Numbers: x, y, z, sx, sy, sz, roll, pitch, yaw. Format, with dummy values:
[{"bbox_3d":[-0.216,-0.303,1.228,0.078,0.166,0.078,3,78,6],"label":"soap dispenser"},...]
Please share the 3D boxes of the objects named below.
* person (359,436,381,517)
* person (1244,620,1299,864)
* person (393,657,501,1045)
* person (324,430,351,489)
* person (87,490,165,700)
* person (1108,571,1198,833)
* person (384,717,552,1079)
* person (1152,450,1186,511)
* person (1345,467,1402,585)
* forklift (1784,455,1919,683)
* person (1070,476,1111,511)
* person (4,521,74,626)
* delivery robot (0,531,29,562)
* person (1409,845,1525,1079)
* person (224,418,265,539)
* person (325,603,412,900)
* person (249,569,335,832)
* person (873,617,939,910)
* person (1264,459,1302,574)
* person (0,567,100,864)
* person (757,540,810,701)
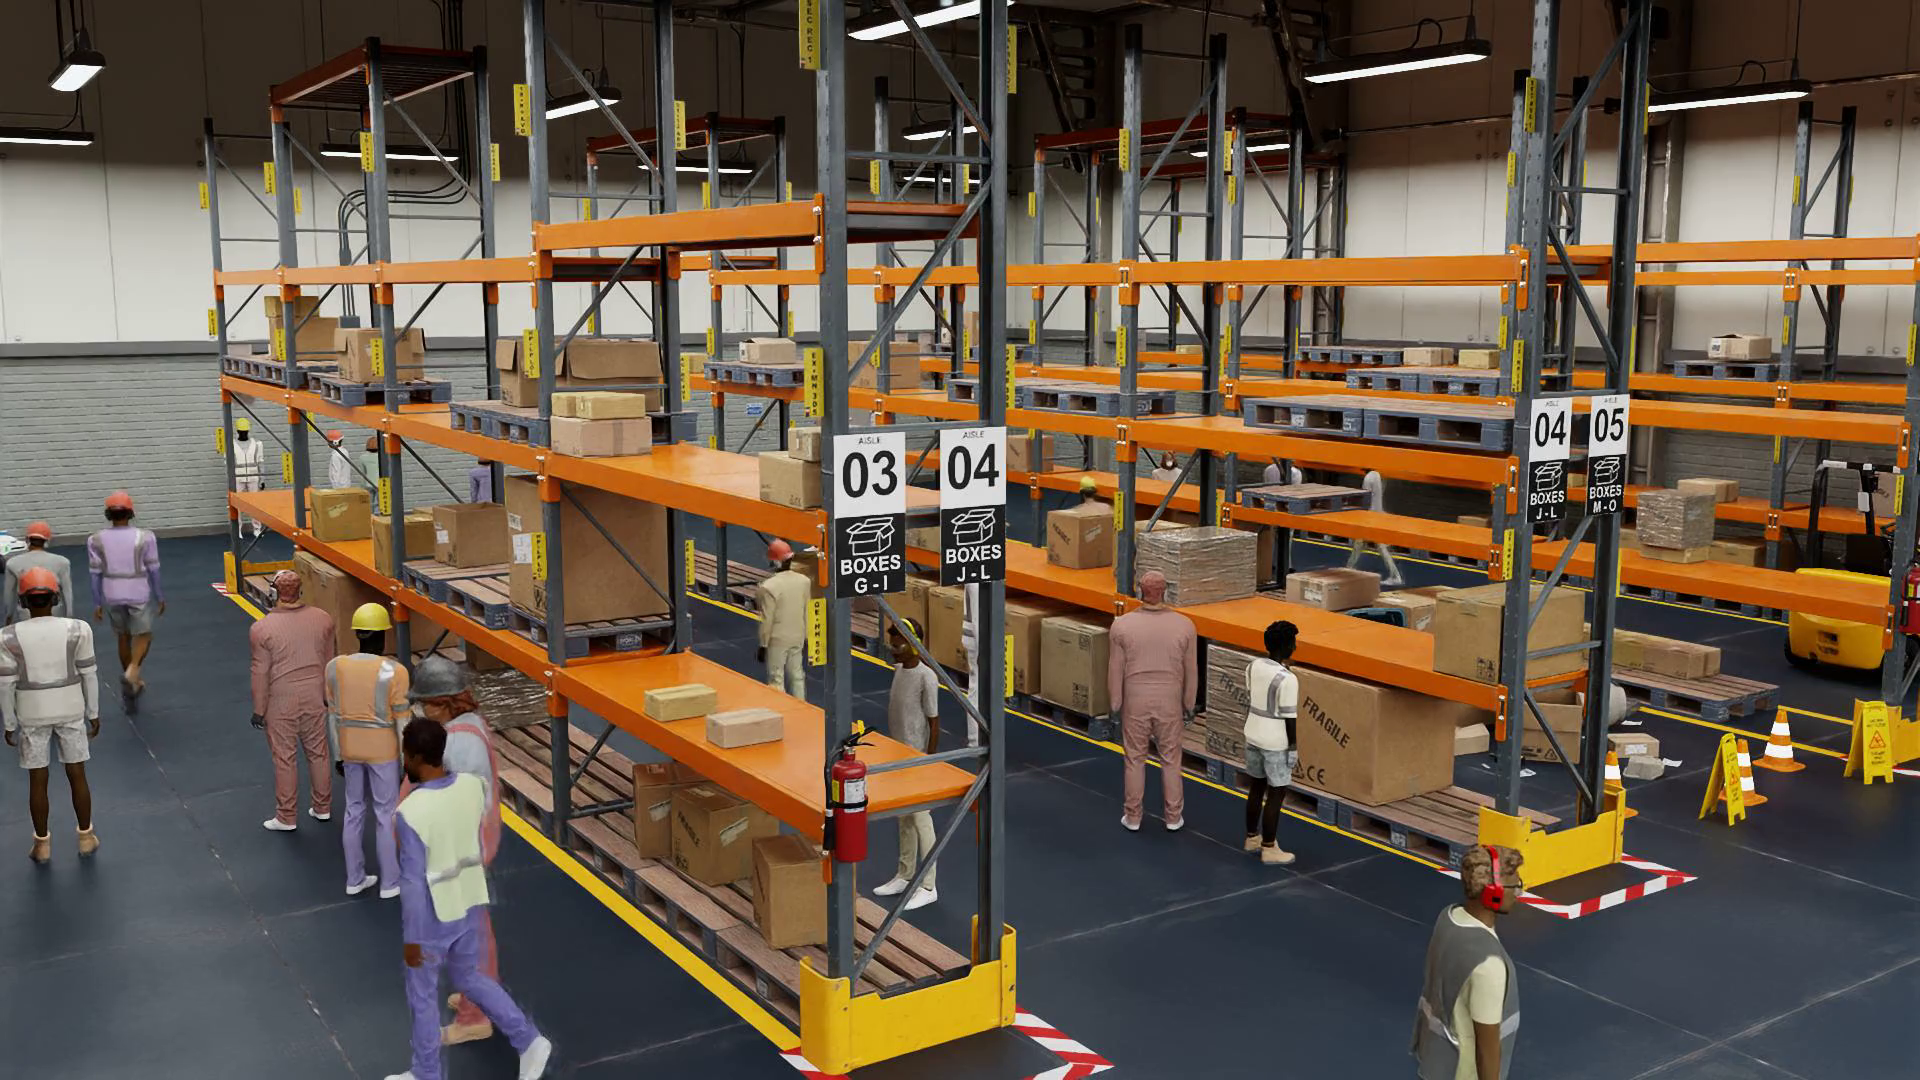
[{"bbox_3d":[-9.203,-0.817,26.185,0.498,1.628,0.277,1,9,9],"label":"person"},{"bbox_3d":[2.135,1.378,11.365,0.325,1.685,0.539,-4,9,-23],"label":"person"},{"bbox_3d":[-2.687,1.596,8.735,0.535,2.000,0.687,-2,9,-11],"label":"person"},{"bbox_3d":[-9.752,-0.863,26.096,0.349,1.743,0.563,-1,9,-7],"label":"person"},{"bbox_3d":[-7.935,0.539,15.817,0.629,2.024,0.772,-2,9,-11],"label":"person"},{"bbox_3d":[1.390,1.168,12.038,0.652,1.904,0.402,0,9,2],"label":"person"},{"bbox_3d":[-2.416,1.785,8.011,0.783,1.893,0.600,3,9,19],"label":"person"},{"bbox_3d":[2.993,-0.481,23.908,0.501,1.633,0.286,0,9,-1],"label":"person"},{"bbox_3d":[5.440,-0.292,22.112,1.014,1.808,0.535,4,9,23],"label":"person"},{"bbox_3d":[9.643,0.253,17.172,2.313,2.155,1.214,-6,10,-33],"label":"forklift"},{"bbox_3d":[1.512,0.120,19.490,0.556,1.751,0.366,-2,9,-14],"label":"person"},{"bbox_3d":[-8.811,0.674,15.936,0.571,1.714,0.824,-7,11,-38],"label":"person"},{"bbox_3d":[-13.340,0.113,23.220,0.707,0.478,0.477,6,10,33],"label":"delivery robot"},{"bbox_3d":[1.930,2.055,6.372,0.384,1.836,0.561,0,9,2],"label":"person"},{"bbox_3d":[-11.272,-0.968,26.233,0.584,1.918,0.401,-6,10,-34],"label":"person"},{"bbox_3d":[-3.789,1.358,10.744,0.582,1.919,0.394,2,9,11],"label":"person"},{"bbox_3d":[-4.859,1.159,12.093,0.407,1.908,0.641,6,11,36],"label":"person"},{"bbox_3d":[-0.327,1.407,10.585,0.329,1.865,0.509,-5,10,-32],"label":"person"},{"bbox_3d":[4.479,-0.430,22.965,0.608,1.819,0.411,8,11,41],"label":"person"},{"bbox_3d":[-6.240,1.194,11.408,0.608,2.044,0.372,-5,10,-30],"label":"person"},{"bbox_3d":[-1.552,0.865,14.616,0.325,1.740,0.596,7,11,39],"label":"person"}]
